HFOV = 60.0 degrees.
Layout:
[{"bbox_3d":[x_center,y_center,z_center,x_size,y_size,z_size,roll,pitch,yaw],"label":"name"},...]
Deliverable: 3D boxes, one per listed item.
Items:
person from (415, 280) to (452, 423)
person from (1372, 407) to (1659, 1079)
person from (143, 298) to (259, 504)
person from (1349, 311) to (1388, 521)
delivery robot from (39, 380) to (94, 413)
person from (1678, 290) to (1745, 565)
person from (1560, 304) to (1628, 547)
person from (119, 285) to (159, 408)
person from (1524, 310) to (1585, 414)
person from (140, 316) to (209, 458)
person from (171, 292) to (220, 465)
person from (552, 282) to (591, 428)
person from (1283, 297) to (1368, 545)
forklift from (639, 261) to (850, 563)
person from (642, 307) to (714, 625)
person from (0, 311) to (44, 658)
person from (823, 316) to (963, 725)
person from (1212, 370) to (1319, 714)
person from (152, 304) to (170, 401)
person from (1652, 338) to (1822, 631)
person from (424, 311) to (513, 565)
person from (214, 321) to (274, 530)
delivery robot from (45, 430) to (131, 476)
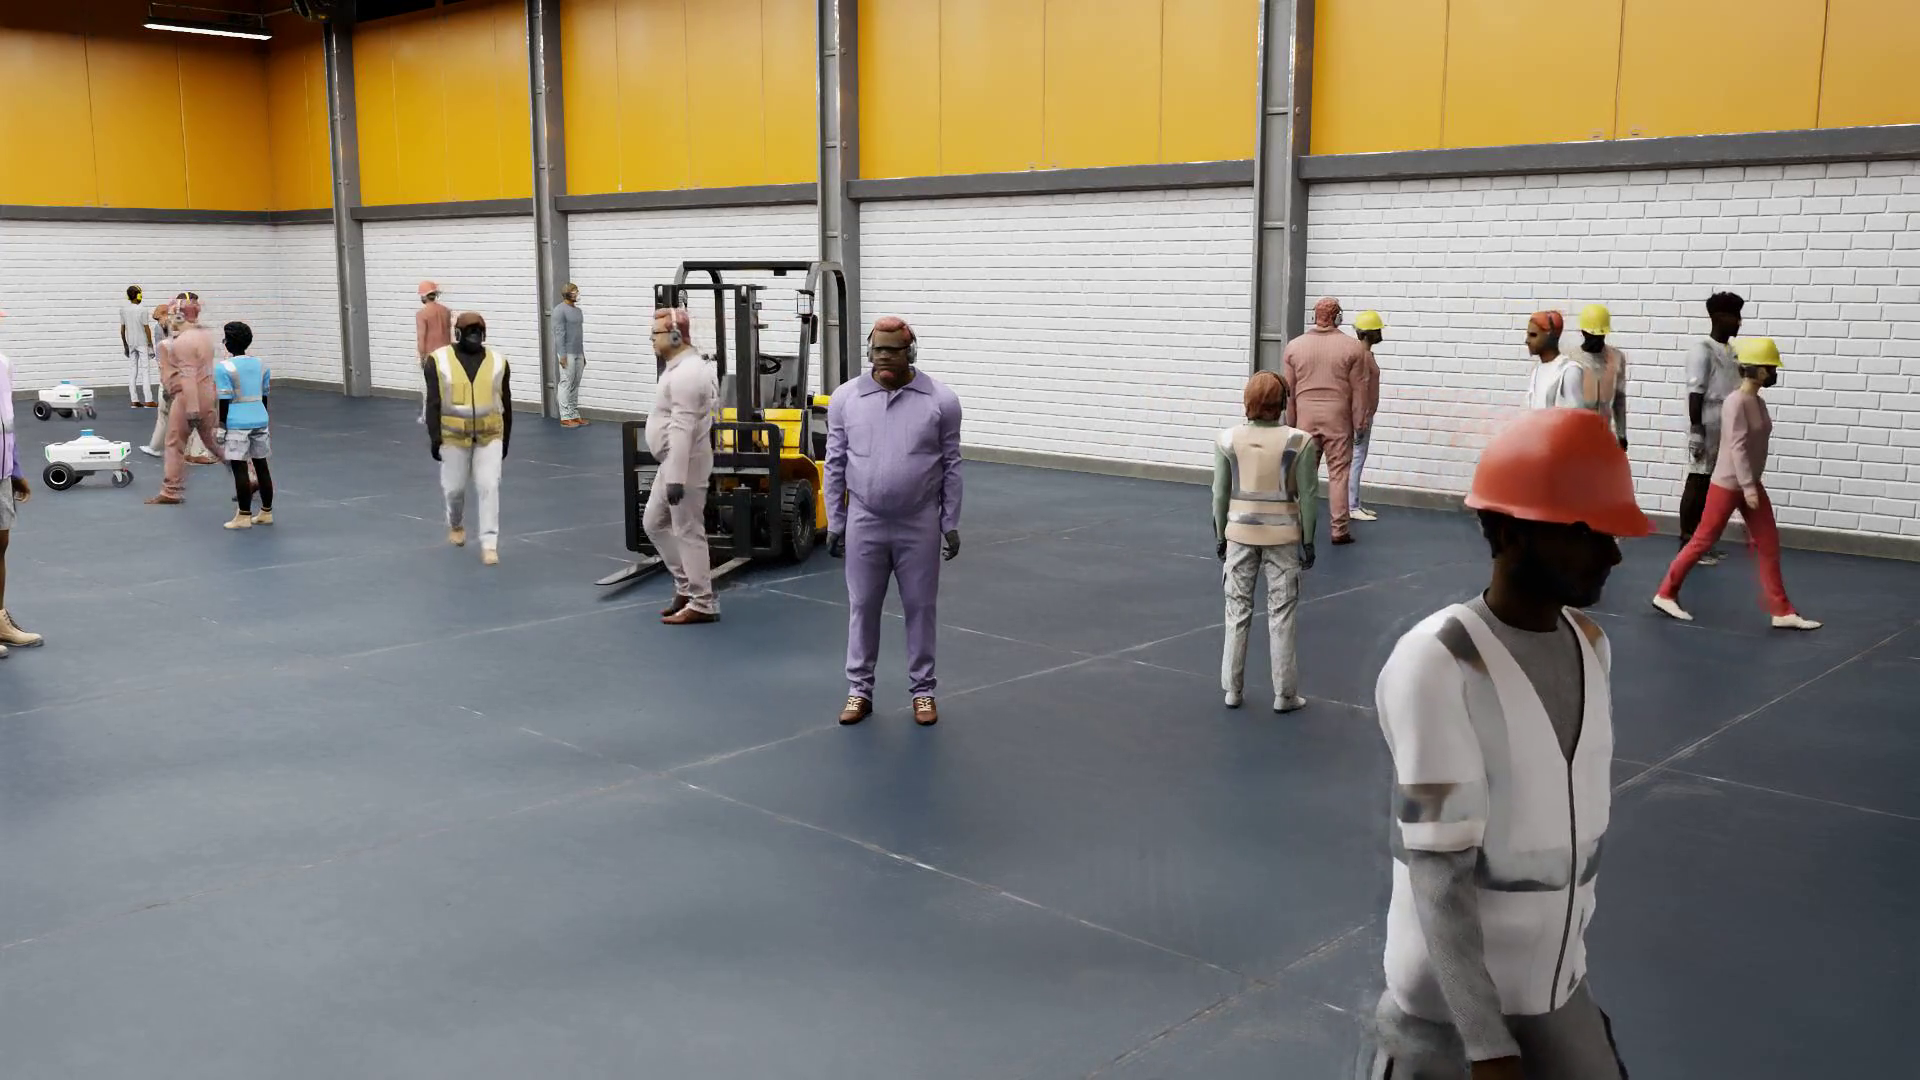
[{"bbox_3d":[-7.118,-2.556,22.694,0.789,1.974,0.625,6,11,33],"label":"person"},{"bbox_3d":[0.968,0.735,2.760,0.553,1.894,0.860,-6,11,-31],"label":"person"},{"bbox_3d":[-6.869,-1.244,15.031,0.975,1.869,0.662,-1,9,-5],"label":"person"},{"bbox_3d":[3.438,-1.051,14.095,0.313,1.768,0.533,2,10,14],"label":"person"},{"bbox_3d":[-12.539,-2.003,23.337,0.707,0.478,0.477,3,10,15],"label":"delivery robot"},{"bbox_3d":[5.438,-0.816,12.041,0.612,1.963,0.364,-9,13,-43],"label":"person"},{"bbox_3d":[4.669,-0.817,12.368,0.667,1.870,0.854,-2,9,-10],"label":"person"},{"bbox_3d":[-12.557,-2.952,25.429,0.518,1.874,0.328,2,9,11],"label":"person"},{"bbox_3d":[3.684,-0.511,10.521,0.717,1.850,0.602,-1,9,-3],"label":"person"},{"bbox_3d":[-8.755,-1.687,18.517,0.849,1.591,0.551,3,10,20],"label":"person"},{"bbox_3d":[-8.340,-1.750,18.062,0.532,1.870,0.316,8,12,41],"label":"person"},{"bbox_3d":[-5.220,-2.483,22.350,0.372,1.940,0.632,2,10,14],"label":"person"},{"bbox_3d":[2.809,-0.910,12.857,0.681,1.916,0.413,4,10,25],"label":"person"},{"bbox_3d":[-1.552,-1.040,12.721,1.214,2.155,2.313,2,9,11],"label":"forklift"},{"bbox_3d":[-1.684,-0.426,9.869,0.476,1.888,0.670,-2,9,-12],"label":"person"},{"bbox_3d":[-5.343,-0.377,9.112,0.383,2.045,0.605,1,9,7],"label":"person"},{"bbox_3d":[-0.314,-0.080,7.721,0.651,1.904,0.403,0,9,3],"label":"person"},{"bbox_3d":[1.453,0.012,7.952,0.514,1.644,0.308,4,10,25],"label":"person"},{"bbox_3d":[-10.988,-2.446,23.054,0.279,1.633,0.501,-8,12,-40],"label":"person"},{"bbox_3d":[4.609,-0.333,9.857,0.522,1.721,0.925,-8,12,-41],"label":"person"},{"bbox_3d":[-3.571,-0.759,12.122,0.617,1.825,0.724,-4,10,-22],"label":"person"},{"bbox_3d":[-5.834,-0.928,13.548,0.318,1.700,0.535,4,10,21],"label":"person"},{"bbox_3d":[-8.458,-0.829,16.152,0.707,0.478,0.477,-3,10,-17],"label":"delivery robot"}]
